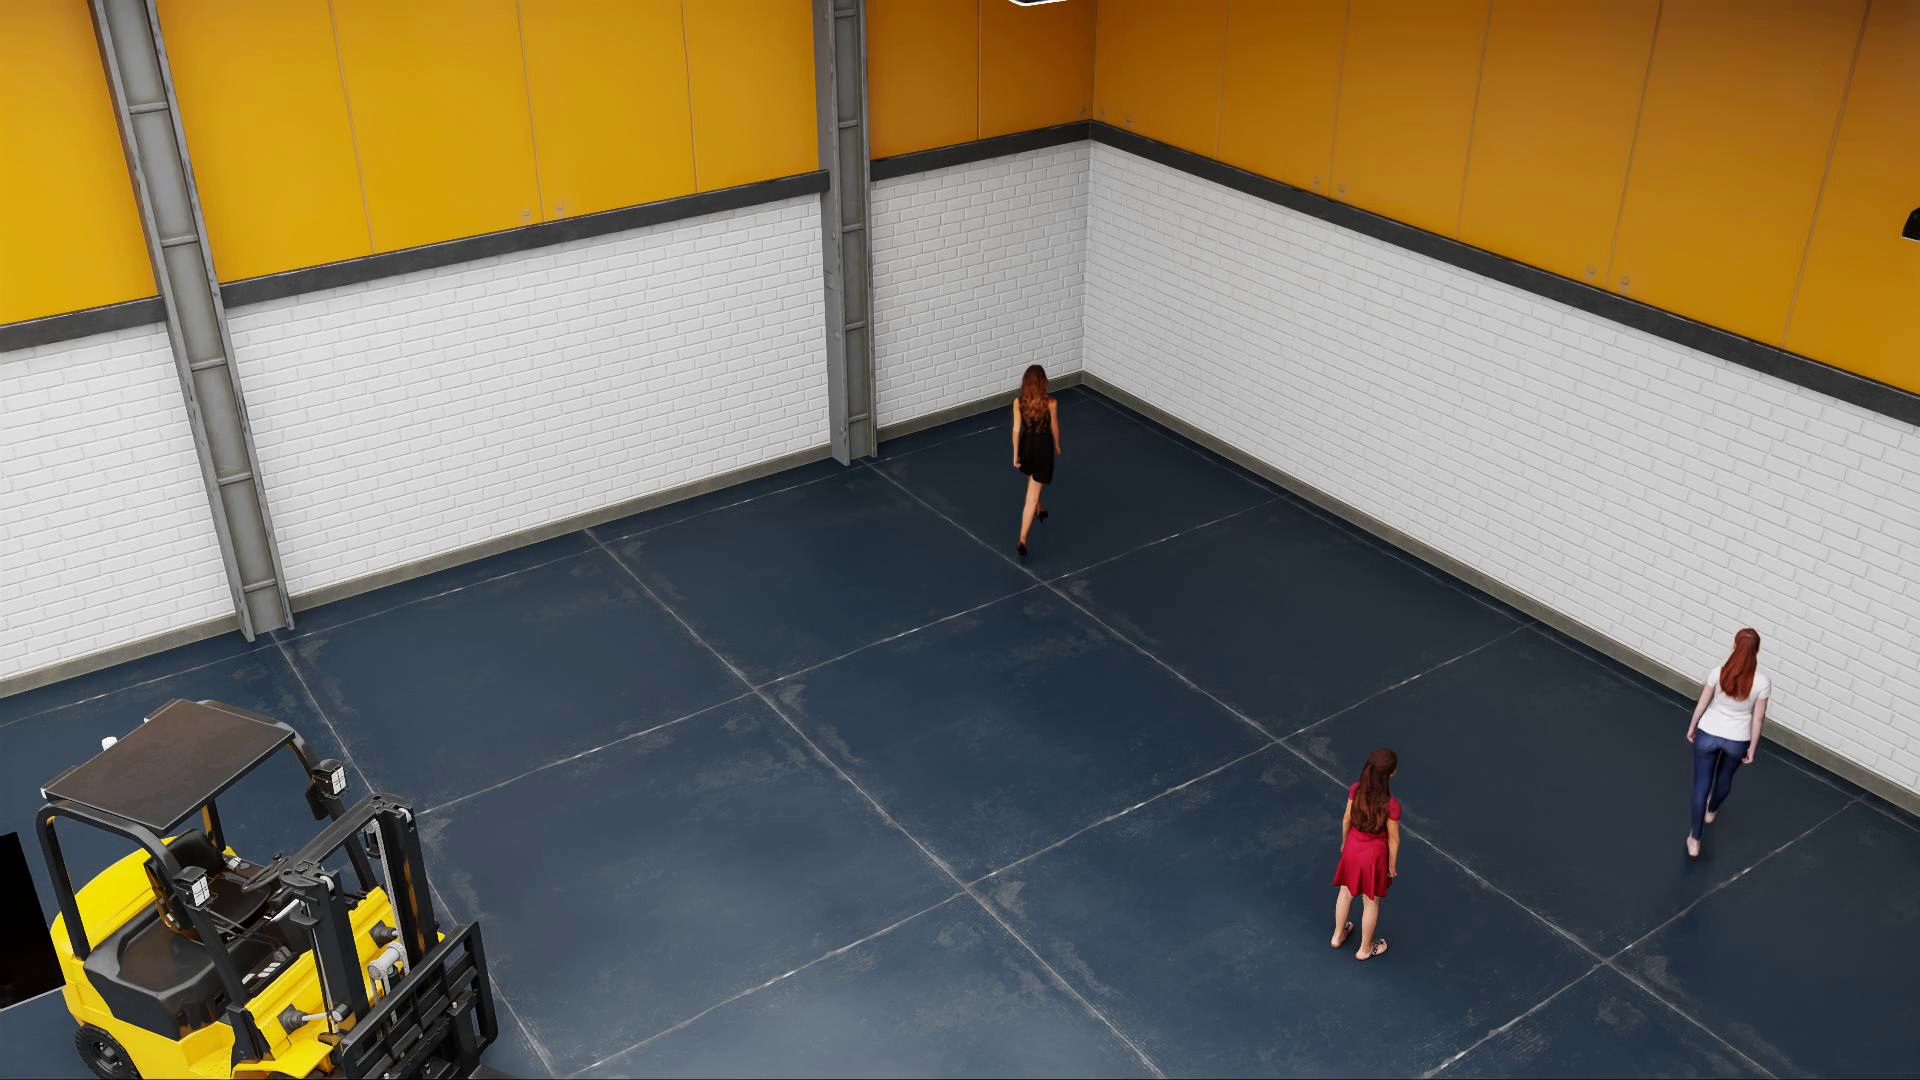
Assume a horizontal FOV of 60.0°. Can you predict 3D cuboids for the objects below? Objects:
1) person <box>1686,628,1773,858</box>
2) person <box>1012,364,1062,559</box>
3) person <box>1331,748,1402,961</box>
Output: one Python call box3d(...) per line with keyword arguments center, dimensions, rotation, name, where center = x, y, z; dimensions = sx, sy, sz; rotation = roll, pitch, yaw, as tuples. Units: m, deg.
box3d(center=(5.247, 1.423, 11.470), dimensions=(0.910, 1.710, 1.073), rotation=(12, 31, 21), name="person")
box3d(center=(0.677, -0.676, 15.251), dimensions=(1.028, 1.774, 1.199), rotation=(9, 30, 15), name="person")
box3d(center=(2.594, 1.986, 10.602), dimensions=(0.605, 1.552, 0.662), rotation=(23, 36, 36), name="person")
